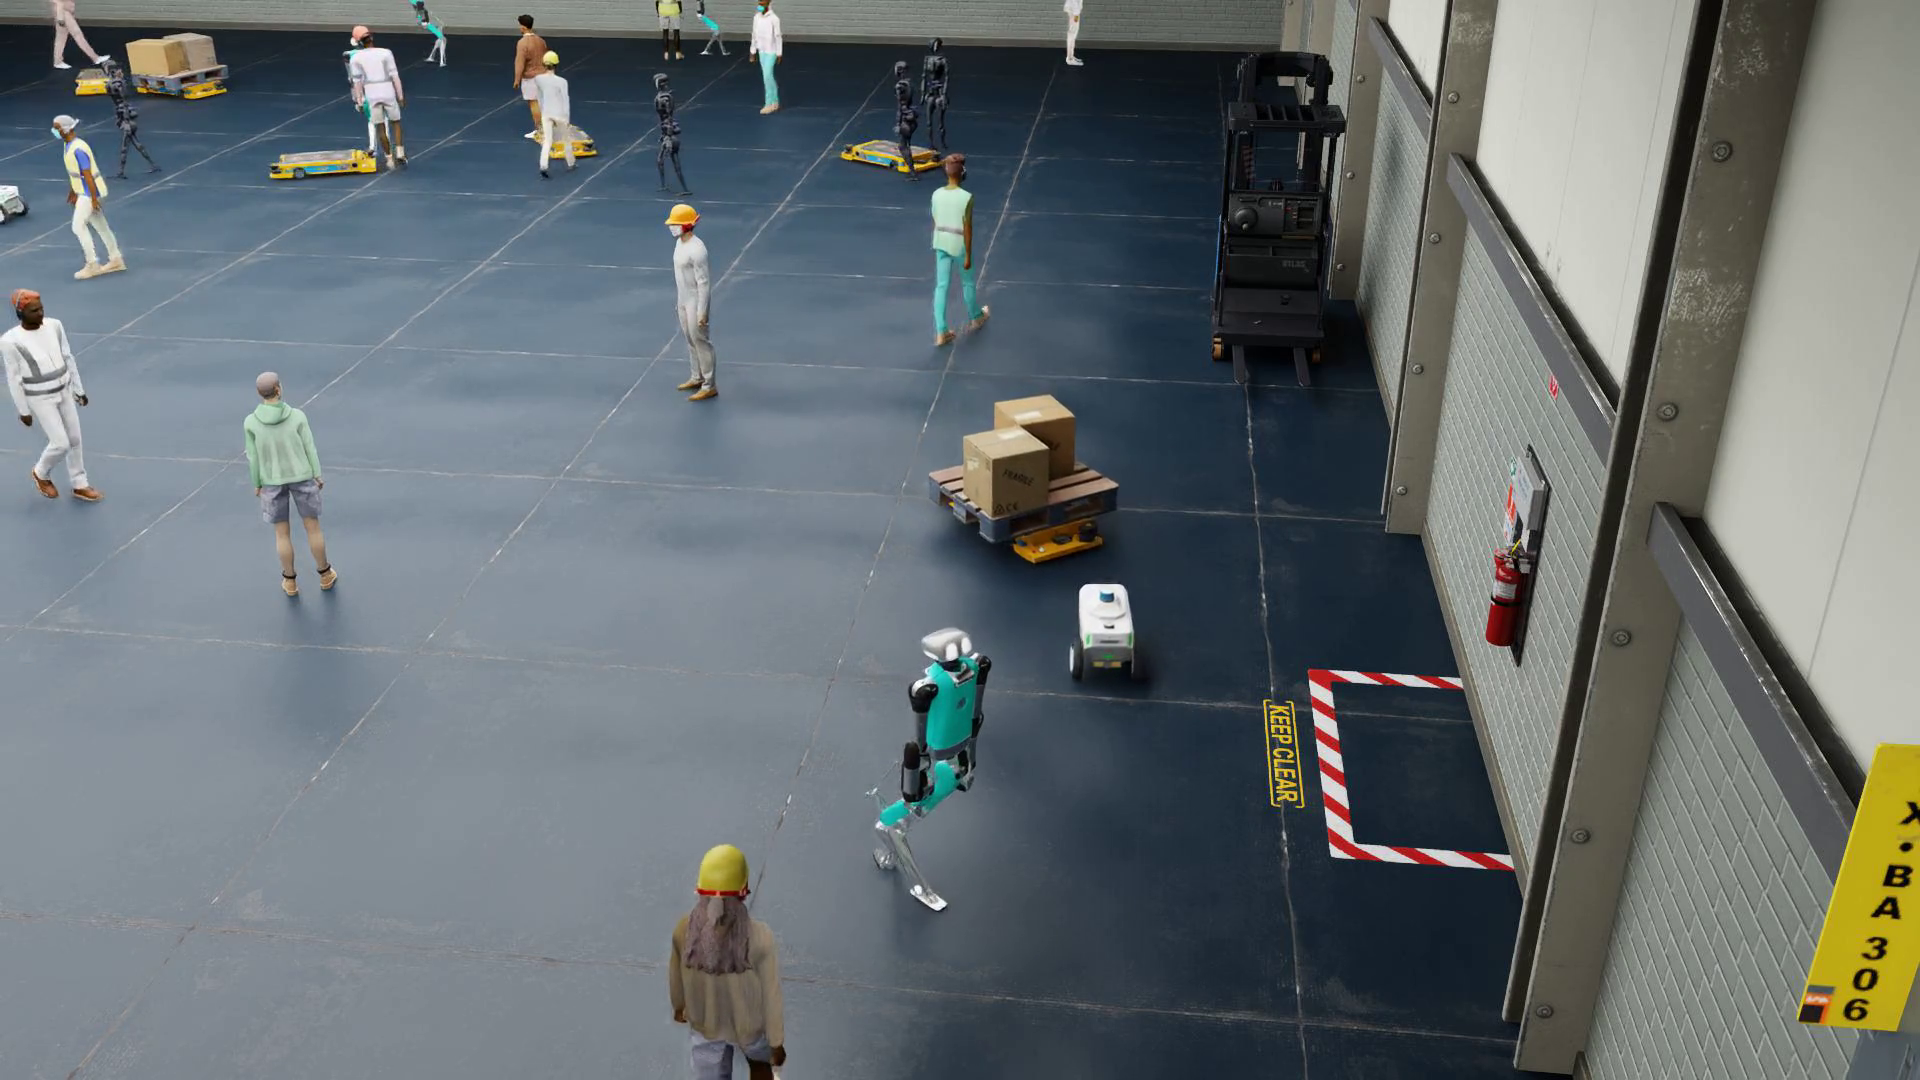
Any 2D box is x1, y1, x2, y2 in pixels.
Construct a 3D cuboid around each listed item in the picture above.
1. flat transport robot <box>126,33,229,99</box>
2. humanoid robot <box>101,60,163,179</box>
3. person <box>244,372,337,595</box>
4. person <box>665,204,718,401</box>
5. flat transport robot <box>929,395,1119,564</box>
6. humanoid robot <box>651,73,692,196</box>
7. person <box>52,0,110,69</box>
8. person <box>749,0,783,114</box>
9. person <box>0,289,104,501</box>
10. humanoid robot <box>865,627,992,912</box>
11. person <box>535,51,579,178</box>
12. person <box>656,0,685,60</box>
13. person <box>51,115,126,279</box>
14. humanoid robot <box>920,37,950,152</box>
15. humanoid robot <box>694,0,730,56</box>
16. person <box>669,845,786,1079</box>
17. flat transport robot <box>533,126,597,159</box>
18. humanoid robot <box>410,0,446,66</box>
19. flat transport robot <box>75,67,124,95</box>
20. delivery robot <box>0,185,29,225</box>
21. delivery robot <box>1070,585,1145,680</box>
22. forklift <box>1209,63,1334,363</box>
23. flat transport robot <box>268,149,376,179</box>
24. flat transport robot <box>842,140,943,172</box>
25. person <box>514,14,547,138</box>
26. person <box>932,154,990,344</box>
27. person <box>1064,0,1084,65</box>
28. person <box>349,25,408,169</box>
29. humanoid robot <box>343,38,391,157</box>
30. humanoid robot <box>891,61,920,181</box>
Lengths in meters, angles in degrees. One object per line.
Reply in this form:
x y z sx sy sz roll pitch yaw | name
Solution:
-13.478 -7.829 28.767 1.431 0.231 0.659 12 29 23 | flat transport robot
-11.806 -5.947 23.484 0.761 1.626 0.609 -19 32 -33 | humanoid robot
-4.973 -0.409 12.310 0.482 1.740 0.335 -10 28 -20 | person
-2.562 -2.269 15.855 0.373 1.894 0.583 -14 30 -26 | person
0.489 -0.224 13.587 0.659 0.231 1.431 -15 30 -27 | flat transport robot
-3.955 -5.475 22.509 0.534 1.641 0.598 -9 28 -18 | humanoid robot
-16.395 -9.648 30.646 0.974 1.838 0.701 -15 30 -28 | person
-3.210 -7.940 27.185 0.493 1.887 0.766 19 32 33 | person
-7.495 -1.168 13.691 0.470 1.870 0.579 8 28 16 | person
-0.273 1.235 9.126 0.840 1.860 0.548 24 35 39 | humanoid robot
-5.759 -6.033 23.556 0.531 1.738 0.839 6 27 12 | person
-5.475 -9.937 31.379 0.540 1.694 0.316 4 27 8 | person
-10.218 -3.968 19.278 0.732 1.863 0.561 -19 32 -33 | person
-0.354 -6.633 24.817 0.409 1.663 0.590 -24 35 -39 | humanoid robot
-4.731 -10.056 31.674 0.814 1.871 0.552 -2 27 -3 | humanoid robot
-1.031 2.106 7.320 0.551 1.717 0.912 3 27 6 | person
-5.993 -6.031 25.179 0.659 0.231 1.431 -11 29 -21 | flat transport robot
-9.815 -9.700 30.856 0.779 1.777 0.568 -14 30 -26 | humanoid robot
-15.143 -8.081 29.271 0.659 0.231 1.431 -9 28 -18 | flat transport robot
-12.628 -4.428 21.656 0.791 0.592 0.499 4 27 8 | delivery robot
1.016 0.612 11.589 0.499 0.587 0.782 0 27 1 | delivery robot
3.241 -3.477 17.183 1.129 2.768 1.873 3 27 6 | forklift
-9.166 -5.409 23.938 1.431 0.231 0.659 -8 28 -16 | flat transport robot
-0.996 -5.628 24.374 1.431 0.231 0.659 21 33 35 | flat transport robot
-6.566 -7.163 25.677 0.399 1.850 0.775 12 29 22 | person
-0.007 -3.077 17.412 0.491 1.936 0.981 14 30 26 | person
2.128 -9.826 30.961 0.408 1.879 0.500 1 27 3 | person
-8.350 -6.352 23.902 0.658 1.991 0.634 -9 28 -17 | person
-8.670 -6.548 24.502 0.548 1.753 0.676 -4 27 -8 | humanoid robot
-0.743 -5.853 23.257 0.354 1.648 0.591 7 28 15 | humanoid robot
